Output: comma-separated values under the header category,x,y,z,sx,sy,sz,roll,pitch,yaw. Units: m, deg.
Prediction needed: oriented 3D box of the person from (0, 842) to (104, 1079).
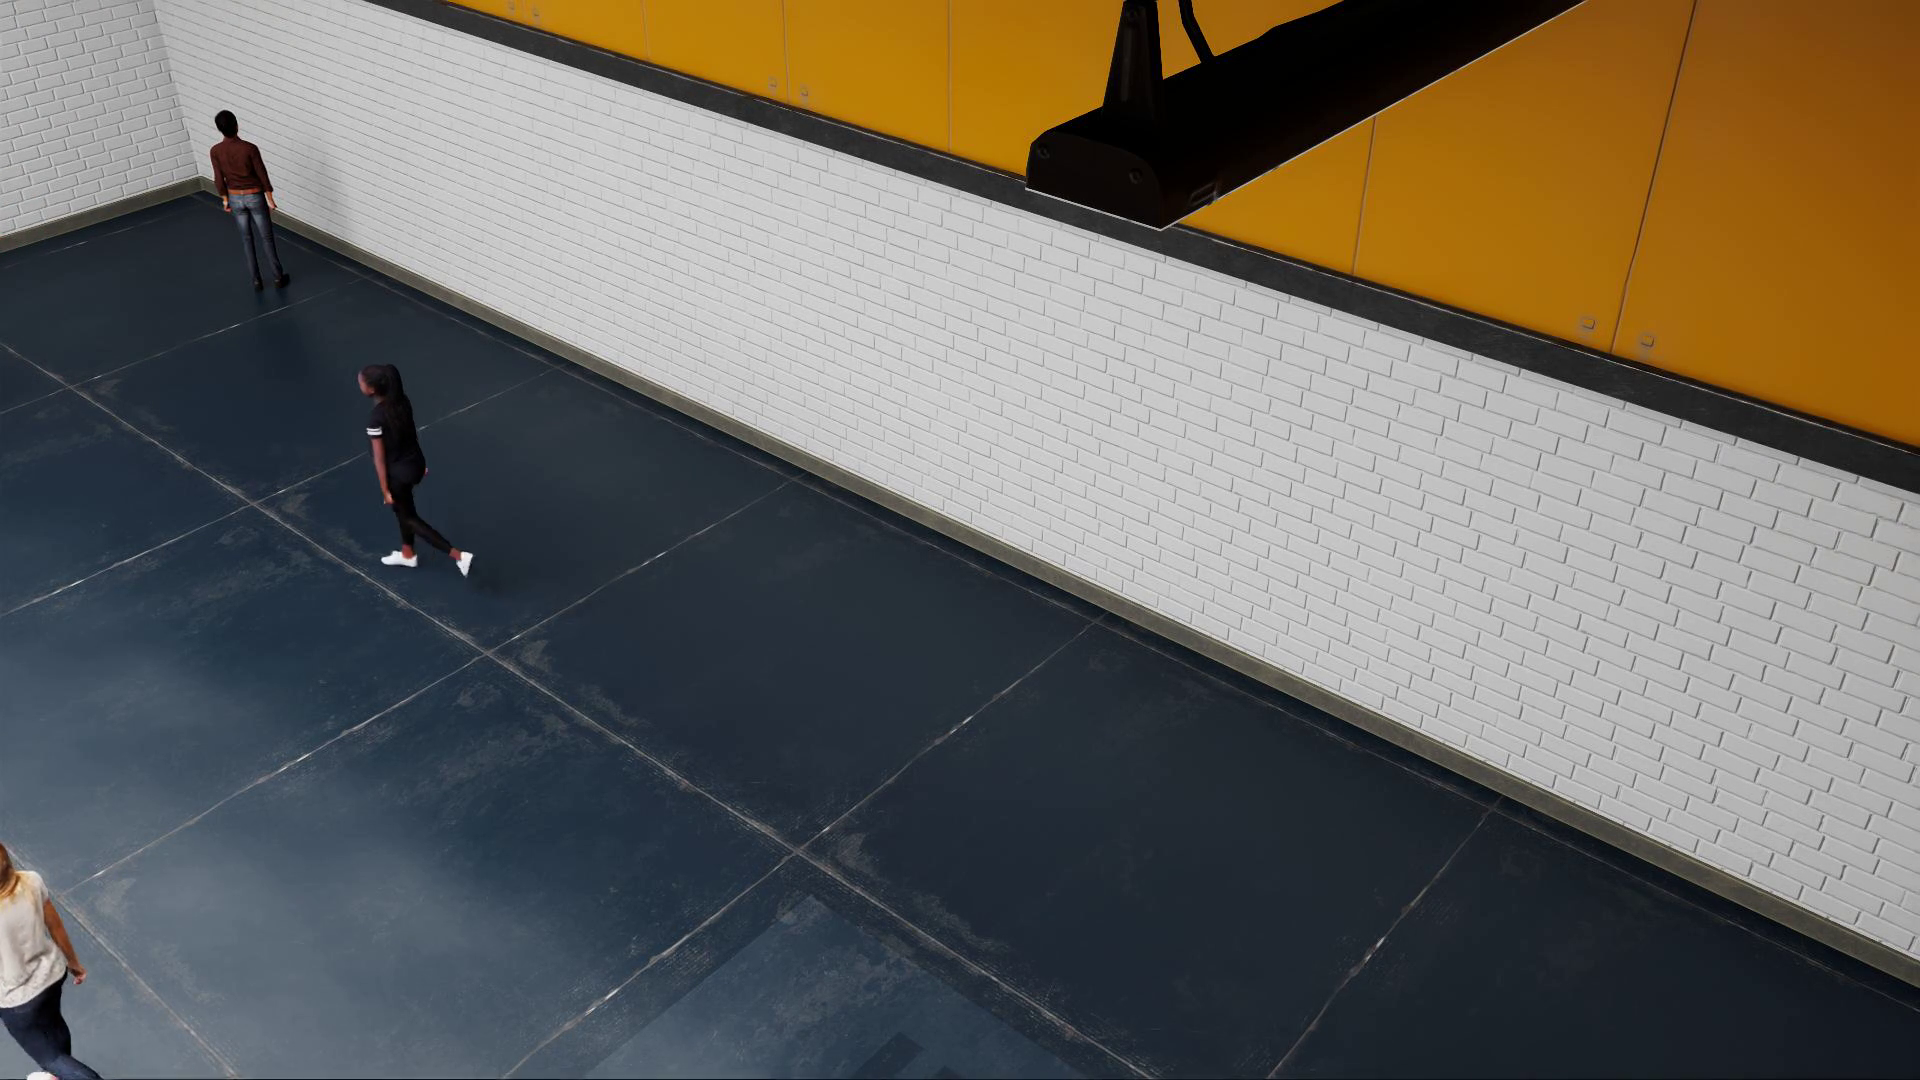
category,x,y,z,sx,sy,sz,roll,pitch,yaw
person,-4.291,2.138,7.826,0.936,1.784,1.131,11,35,16

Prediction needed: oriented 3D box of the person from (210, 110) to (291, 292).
category,x,y,z,sx,sy,sz,roll,pitch,yaw
person,-6.826,-3.252,15.937,0.687,1.783,0.772,-6,34,-8

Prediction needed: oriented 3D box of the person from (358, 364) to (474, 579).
category,x,y,z,sx,sy,sz,roll,pitch,yaw
person,-3.865,-0.440,11.778,1.022,1.703,1.126,10,35,14
